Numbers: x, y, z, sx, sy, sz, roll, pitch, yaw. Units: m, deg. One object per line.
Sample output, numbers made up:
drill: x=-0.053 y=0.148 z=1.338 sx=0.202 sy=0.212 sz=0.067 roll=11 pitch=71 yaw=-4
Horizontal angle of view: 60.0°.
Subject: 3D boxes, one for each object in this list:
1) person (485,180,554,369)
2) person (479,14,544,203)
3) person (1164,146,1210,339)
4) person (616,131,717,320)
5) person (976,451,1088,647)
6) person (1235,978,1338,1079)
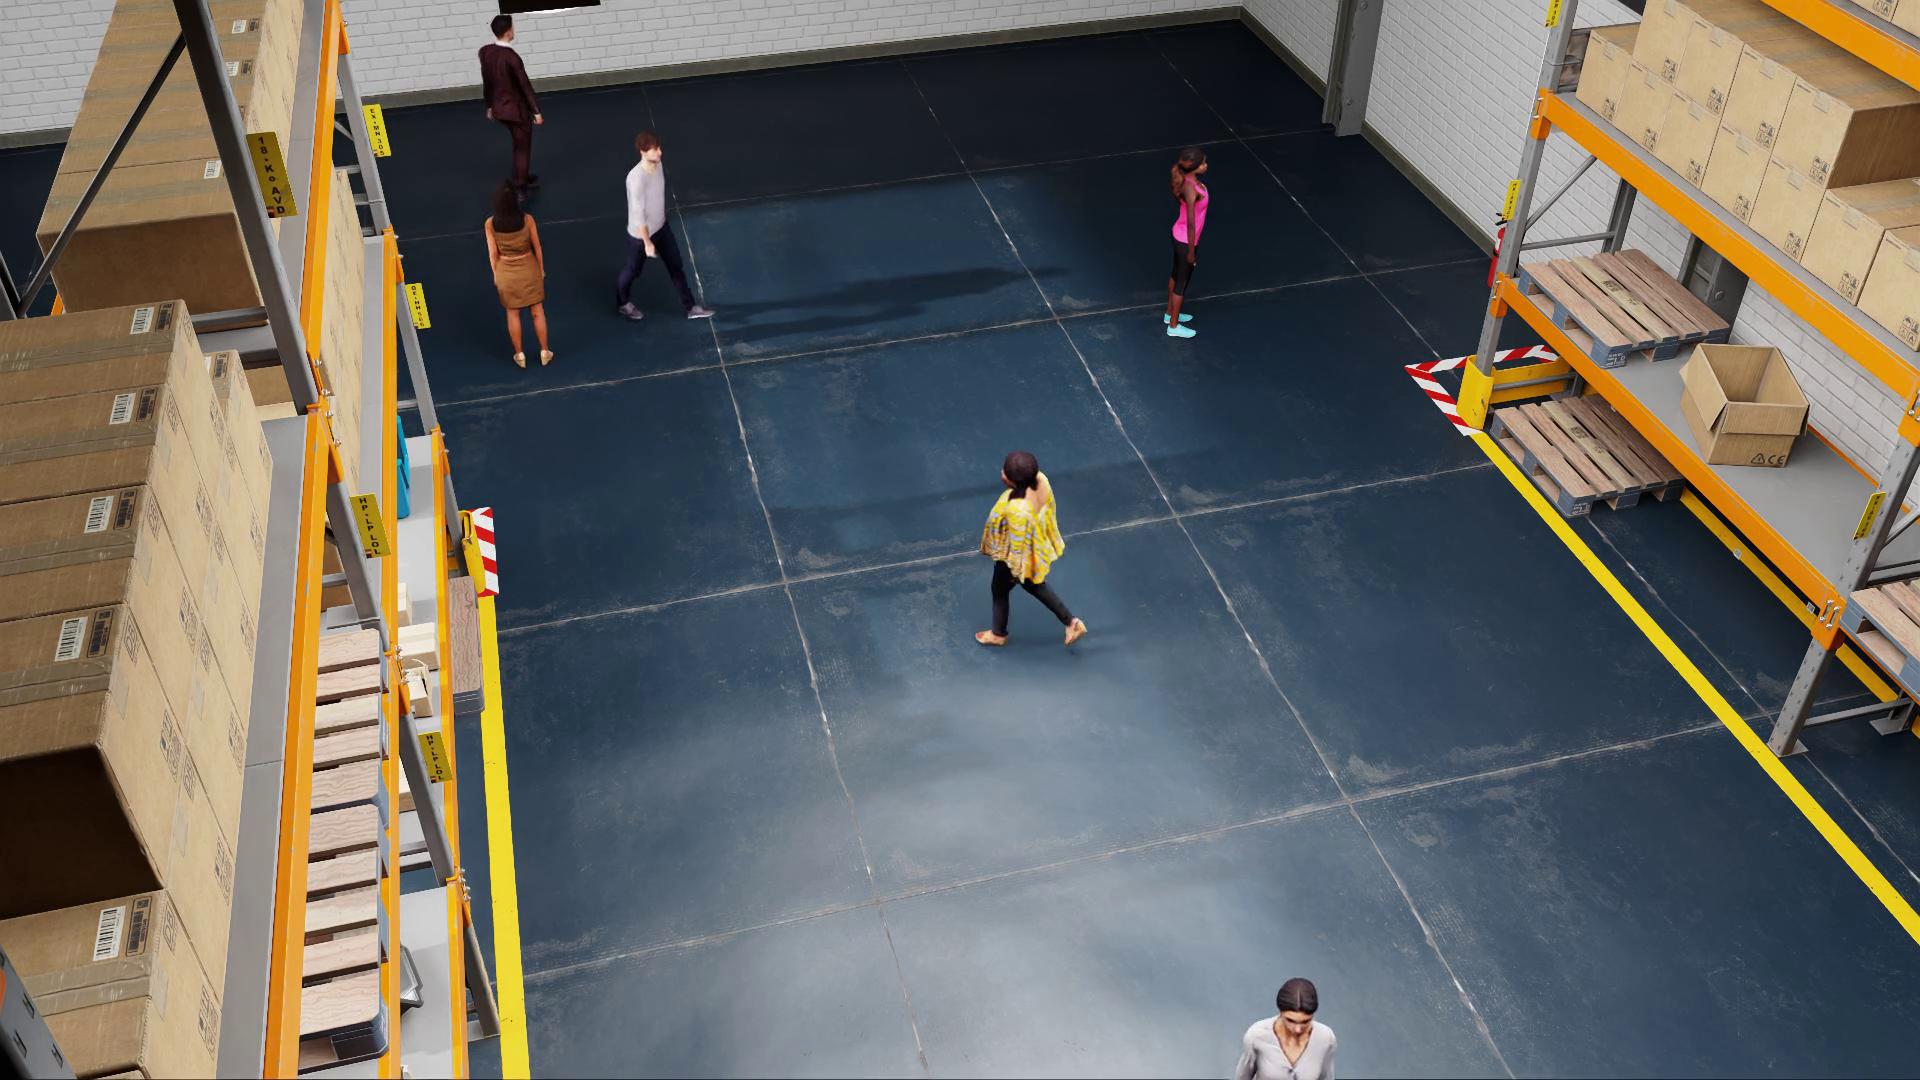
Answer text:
person: x=-3.659 y=-2.181 z=13.761 sx=0.567 sy=1.688 sz=0.489 roll=-13 pitch=40 yaw=-16
person: x=-4.379 y=-4.133 z=16.080 sx=0.873 sy=1.845 sz=0.932 roll=19 pitch=42 yaw=22
person: x=1.921 y=-2.561 z=14.209 sx=0.683 sy=1.724 sz=0.569 roll=1 pitch=39 yaw=1
person: x=-2.748 y=-2.657 z=14.279 sx=1.175 sy=1.785 sz=1.167 roll=17 pitch=41 yaw=20
person: x=0.483 y=0.105 z=10.944 sx=1.089 sy=1.631 sz=1.069 roll=14 pitch=41 yaw=17
person: x=1.467 y=2.583 z=7.747 sx=0.781 sy=1.749 sz=1.076 roll=1 pitch=39 yaw=1
